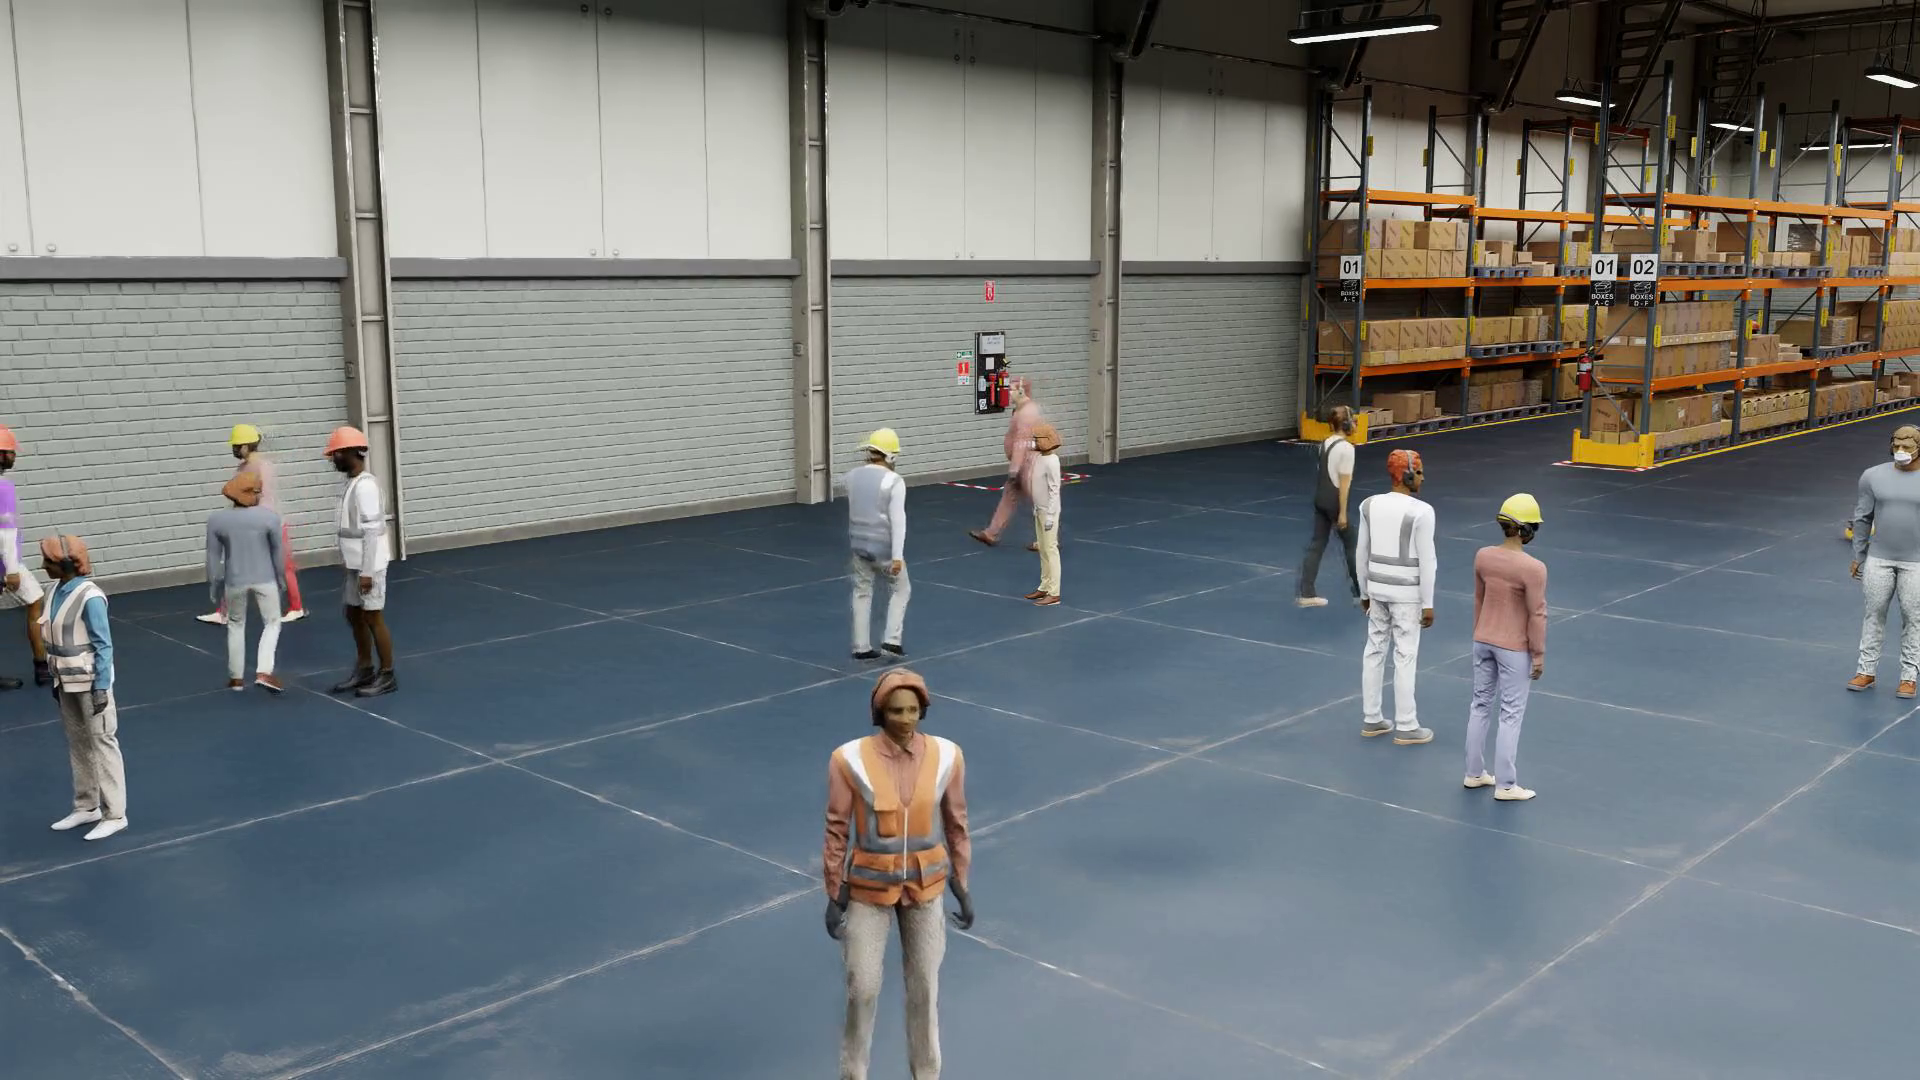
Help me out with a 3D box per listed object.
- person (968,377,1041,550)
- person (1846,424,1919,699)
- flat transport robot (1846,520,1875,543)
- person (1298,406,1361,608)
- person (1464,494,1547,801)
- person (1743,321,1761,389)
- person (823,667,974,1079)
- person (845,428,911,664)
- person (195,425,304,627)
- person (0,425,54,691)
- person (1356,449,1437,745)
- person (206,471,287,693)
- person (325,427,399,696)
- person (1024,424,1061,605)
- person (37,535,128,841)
[{"bbox_3d":[0.573,-0.806,17.801,0.960,1.855,0.673,0,9,3],"label":"person"},{"bbox_3d":[6.646,0.147,11.768,0.635,1.937,0.353,8,13,42],"label":"person"},{"bbox_3d":[10.120,-0.019,17.843,0.652,0.197,1.431,1,10,8],"label":"flat transport robot"},{"bbox_3d":[3.426,-0.290,14.834,0.909,1.800,0.529,-3,10,-20],"label":"person"},{"bbox_3d":[3.144,0.607,9.521,0.343,1.756,0.518,-5,11,-29],"label":"person"},{"bbox_3d":[16.075,-3.477,33.866,0.552,1.933,0.368,9,13,43],"label":"person"},{"bbox_3d":[-0.227,1.255,5.928,0.529,1.639,0.307,-3,10,-17],"label":"person"},{"bbox_3d":[-0.605,0.047,12.755,0.613,1.808,0.538,6,11,34],"label":"person"},{"bbox_3d":[-5.972,-0.104,13.982,0.535,1.717,0.916,7,12,38],"label":"person"},{"bbox_3d":[-6.772,0.128,11.949,0.567,1.911,0.787,6,11,32],"label":"person"},{"bbox_3d":[2.793,0.360,10.641,0.362,1.883,0.576,-7,12,-36],"label":"person"},{"bbox_3d":[-5.062,0.308,11.792,0.537,1.608,0.523,-2,10,-14],"label":"person"},{"bbox_3d":[-4.235,0.169,11.774,0.372,1.907,0.571,-6,11,-31],"label":"person"},{"bbox_3d":[0.764,-0.231,15.001,0.280,1.633,0.503,-2,10,-13],"label":"person"},{"bbox_3d":[-4.673,0.777,8.849,0.515,1.636,0.315,7,11,35],"label":"person"}]
